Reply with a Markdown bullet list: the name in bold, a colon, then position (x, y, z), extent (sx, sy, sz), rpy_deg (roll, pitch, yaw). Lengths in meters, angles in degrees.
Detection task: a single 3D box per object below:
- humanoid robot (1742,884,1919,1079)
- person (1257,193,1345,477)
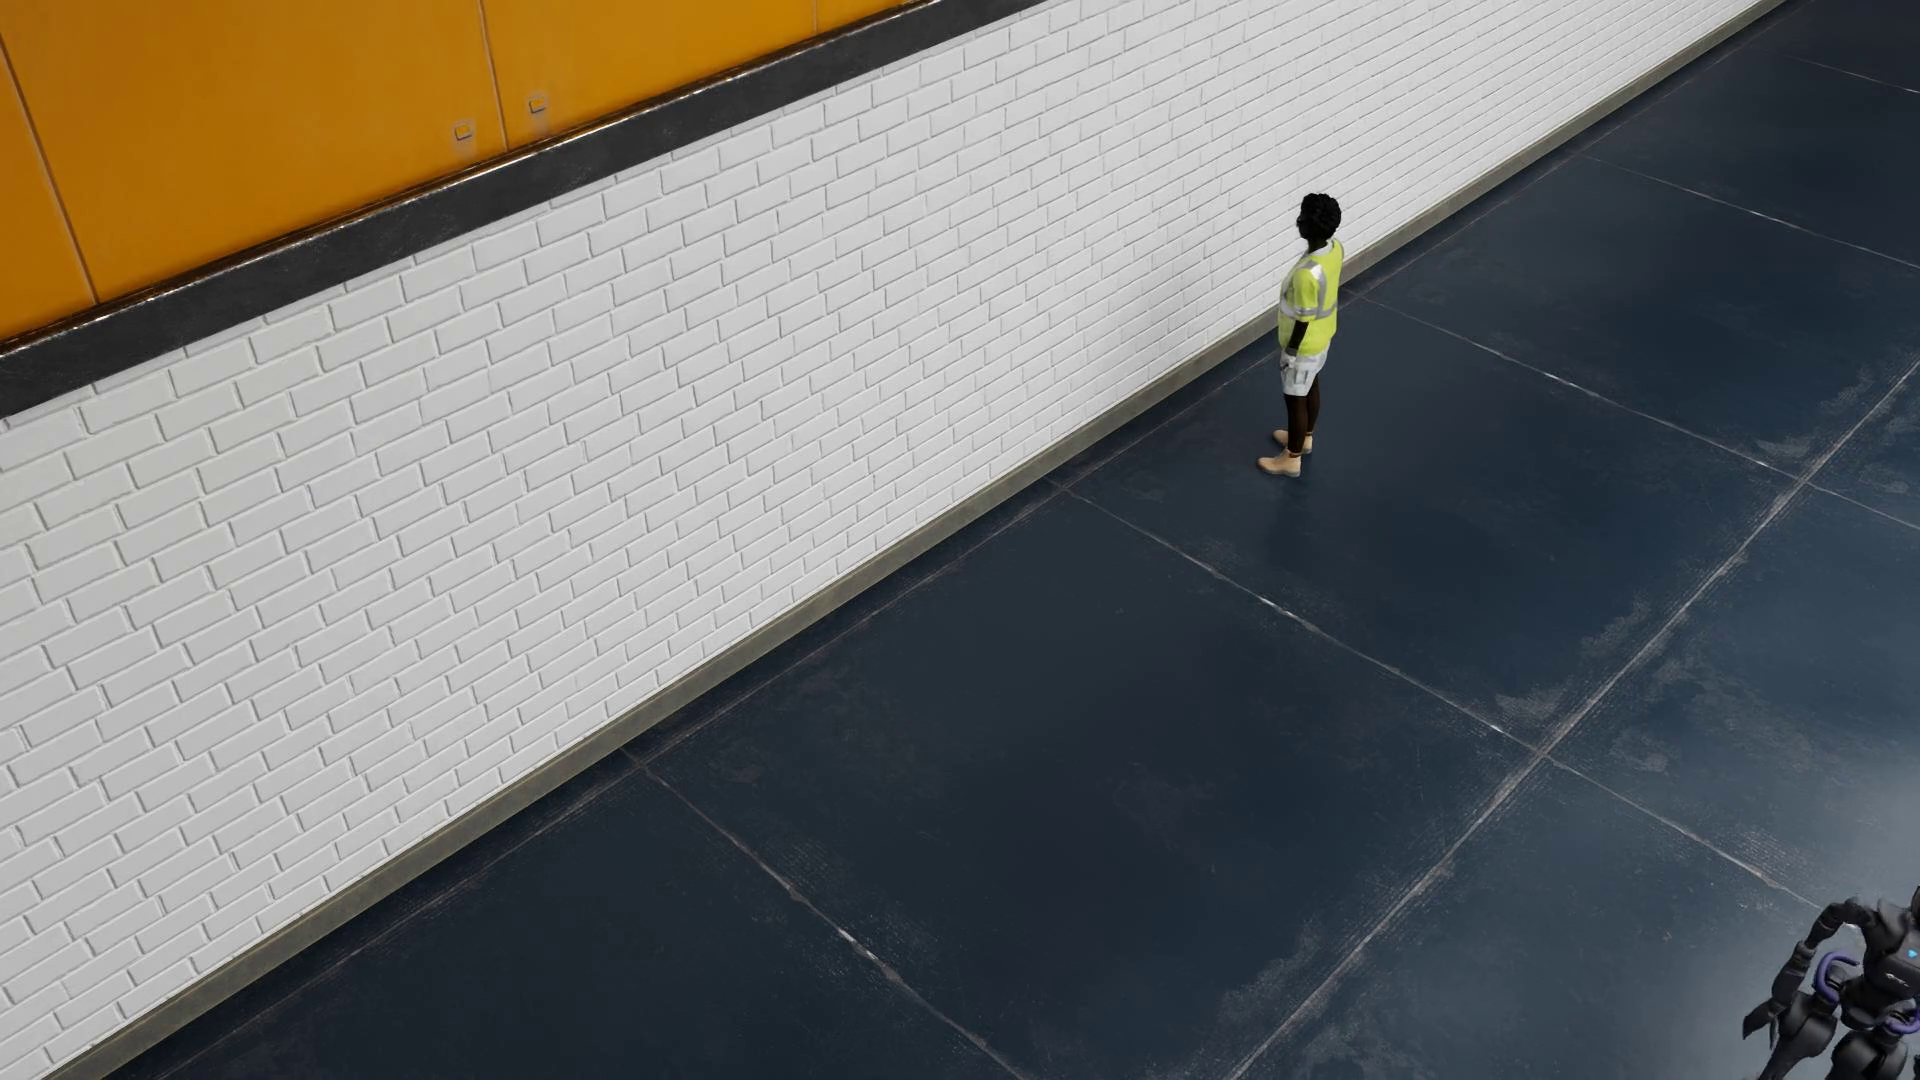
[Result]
- **humanoid robot**: position (3.050, 1.677, 5.709), extent (0.602, 1.644, 0.331), rpy_deg (24, 45, 27)
- **person**: position (1.896, -1.125, 9.182), extent (0.316, 1.695, 0.539), rpy_deg (18, 42, 21)
